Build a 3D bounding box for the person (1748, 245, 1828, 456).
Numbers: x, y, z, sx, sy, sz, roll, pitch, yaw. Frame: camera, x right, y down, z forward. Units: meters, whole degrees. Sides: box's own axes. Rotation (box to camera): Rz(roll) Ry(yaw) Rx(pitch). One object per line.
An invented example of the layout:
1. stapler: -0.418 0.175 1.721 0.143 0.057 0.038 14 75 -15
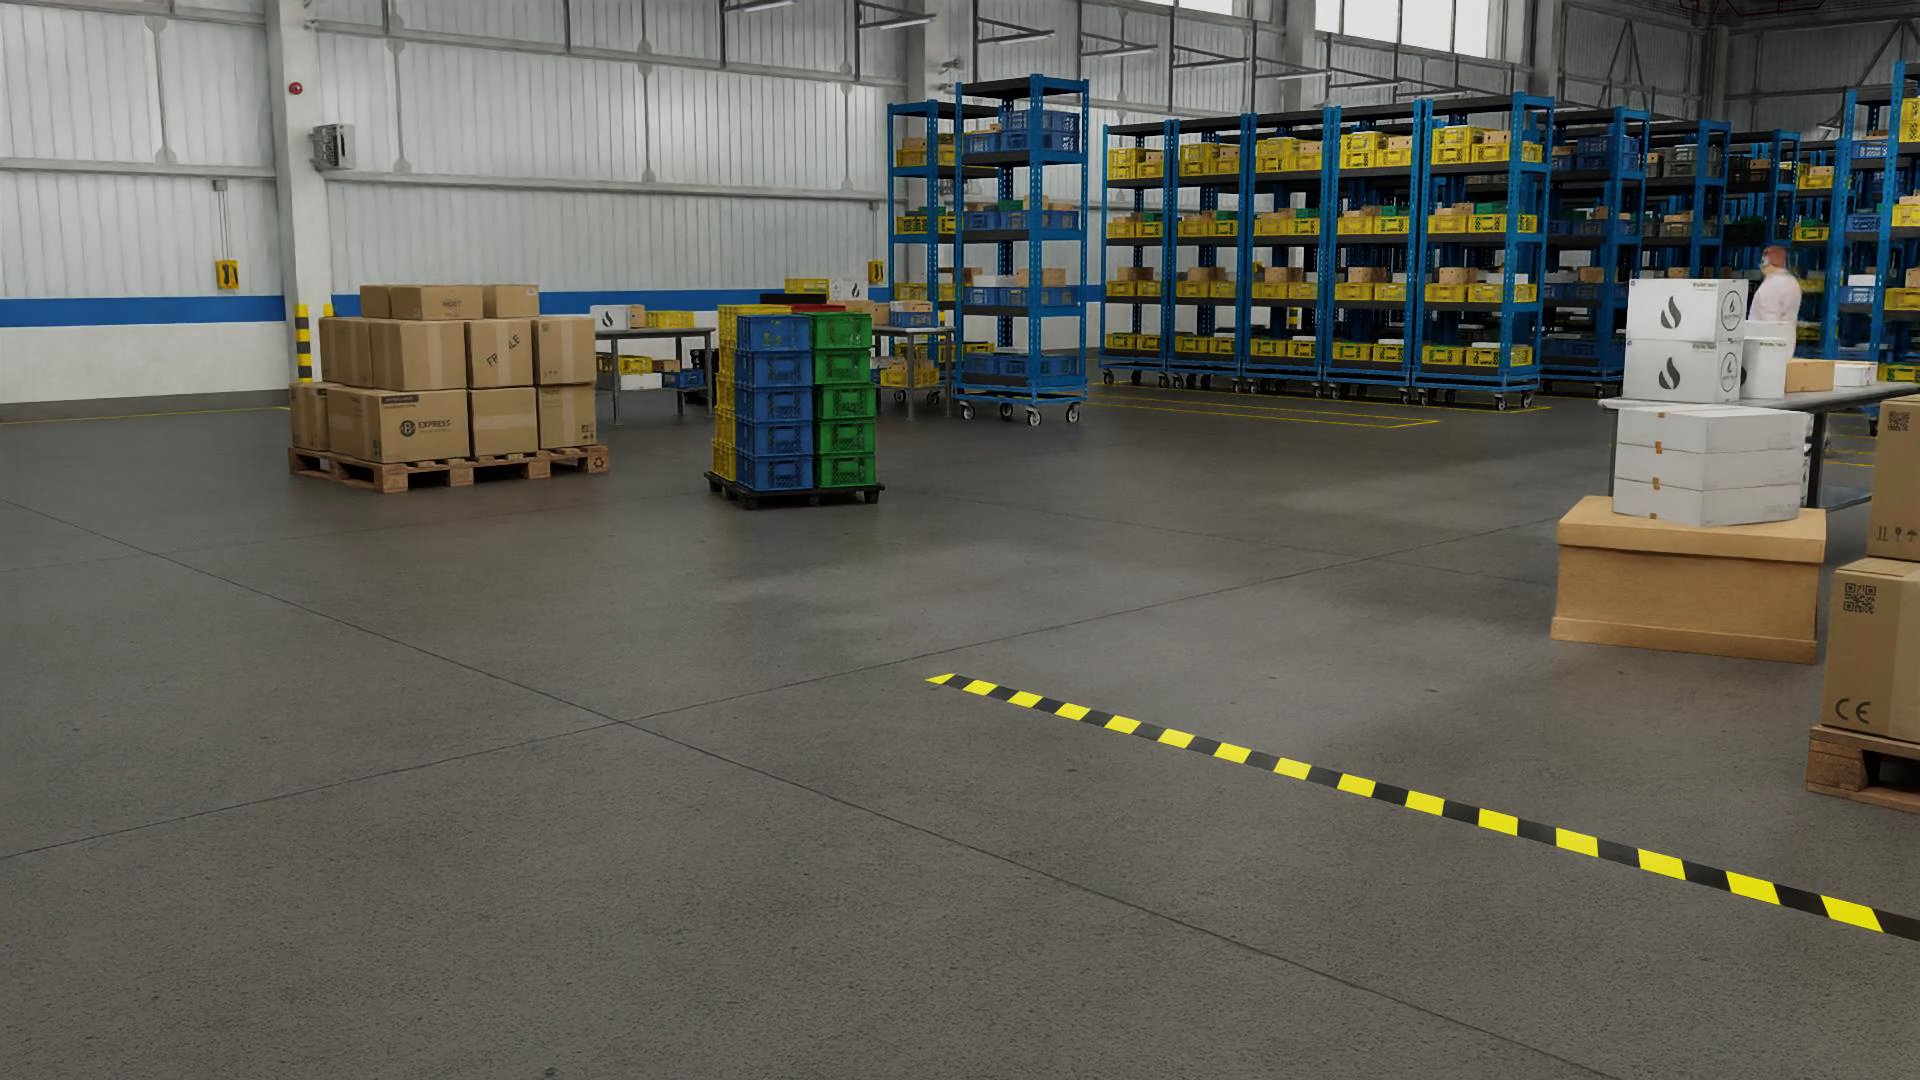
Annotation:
1. person: 7.203 -1.649 14.608 0.649 1.869 0.838 -9 13 -42
